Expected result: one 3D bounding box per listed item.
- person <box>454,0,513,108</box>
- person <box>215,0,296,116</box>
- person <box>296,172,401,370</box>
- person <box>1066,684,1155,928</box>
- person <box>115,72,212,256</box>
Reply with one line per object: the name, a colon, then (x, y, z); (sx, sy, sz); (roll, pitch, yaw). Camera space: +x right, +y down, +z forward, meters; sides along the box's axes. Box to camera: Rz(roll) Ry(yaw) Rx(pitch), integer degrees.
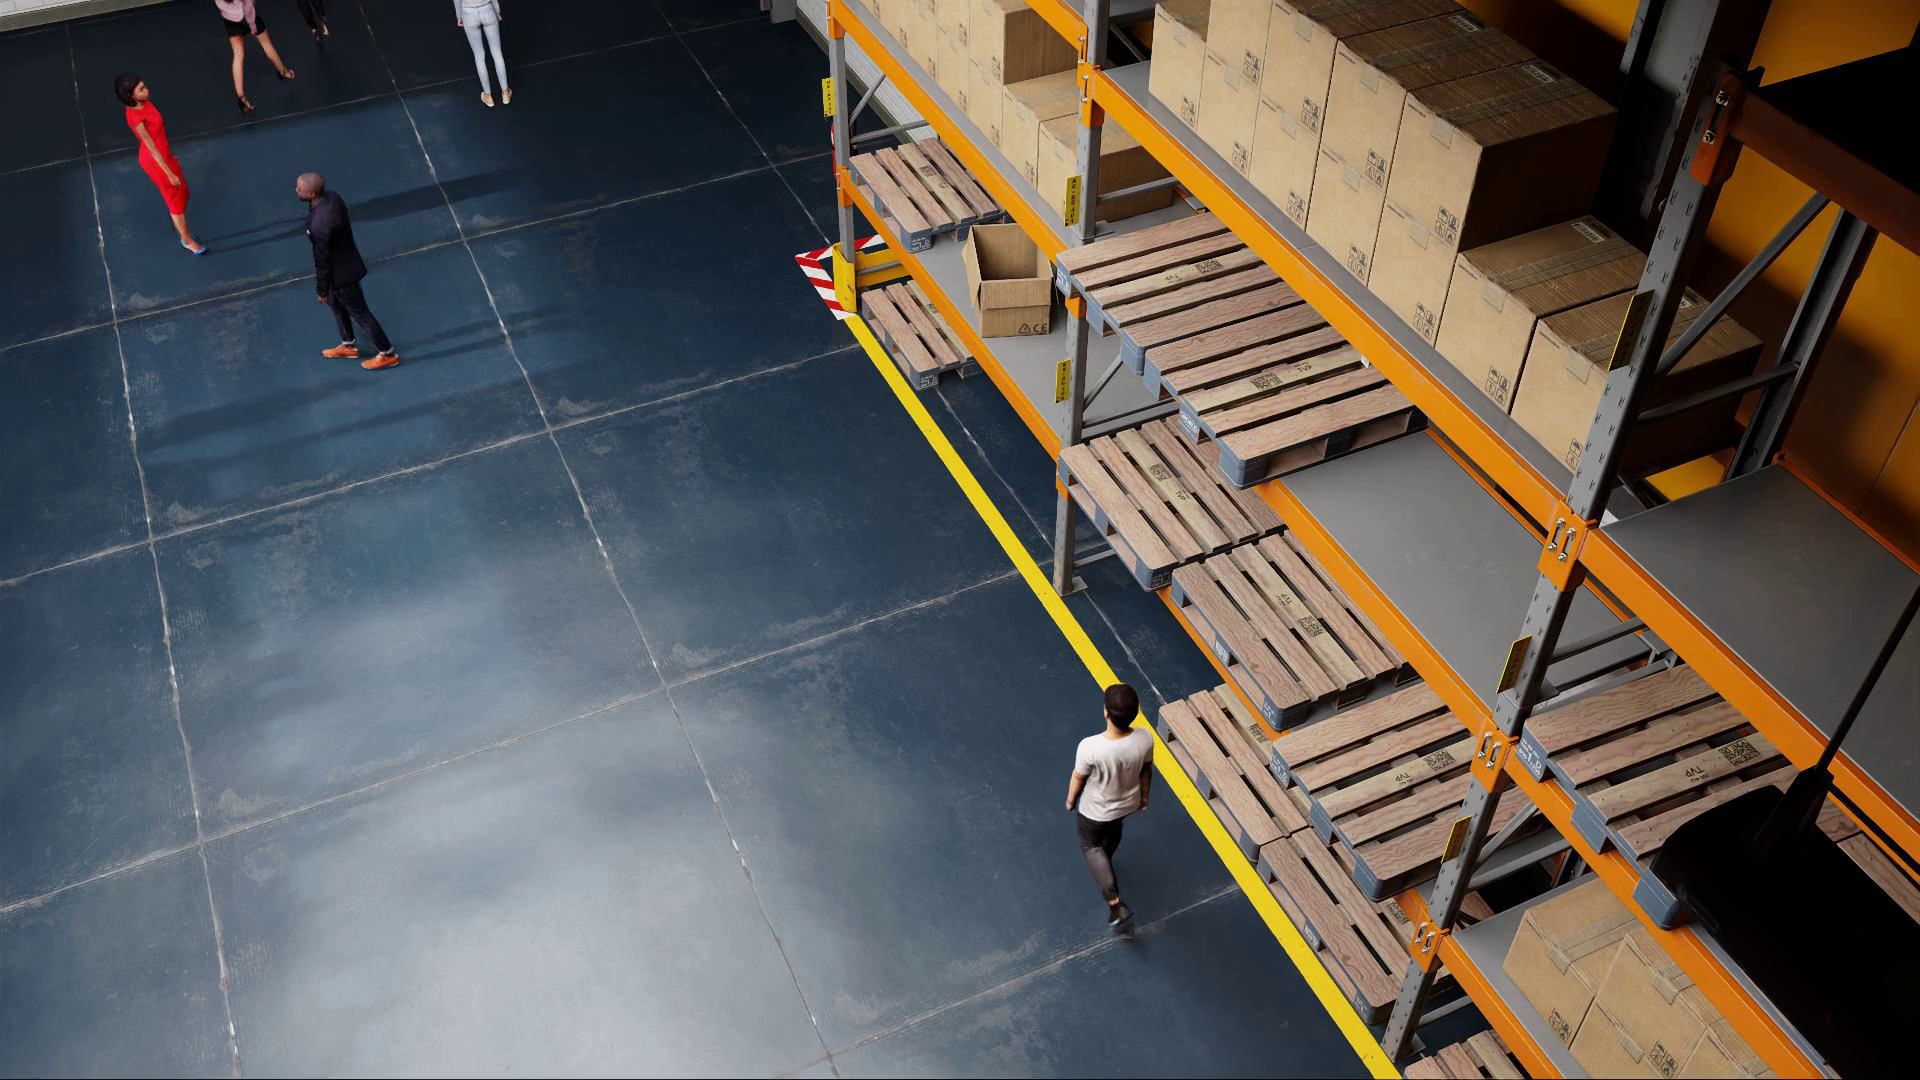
person: (-4.738, -5.149, 16.397); (0.594, 1.796, 0.513); (-15, 46, -16)
person: (-7.100, -5.030, 16.303); (1.093, 1.754, 1.176); (12, 45, 13)
person: (-4.815, -2.125, 13.223); (0.930, 1.796, 0.906); (-7, 44, -8)
person: (0.872, 1.523, 9.461); (0.624, 1.702, 0.944); (-16, 46, -16)
person: (-6.972, -3.247, 14.438); (0.709, 1.744, 0.584); (-10, 45, -11)
